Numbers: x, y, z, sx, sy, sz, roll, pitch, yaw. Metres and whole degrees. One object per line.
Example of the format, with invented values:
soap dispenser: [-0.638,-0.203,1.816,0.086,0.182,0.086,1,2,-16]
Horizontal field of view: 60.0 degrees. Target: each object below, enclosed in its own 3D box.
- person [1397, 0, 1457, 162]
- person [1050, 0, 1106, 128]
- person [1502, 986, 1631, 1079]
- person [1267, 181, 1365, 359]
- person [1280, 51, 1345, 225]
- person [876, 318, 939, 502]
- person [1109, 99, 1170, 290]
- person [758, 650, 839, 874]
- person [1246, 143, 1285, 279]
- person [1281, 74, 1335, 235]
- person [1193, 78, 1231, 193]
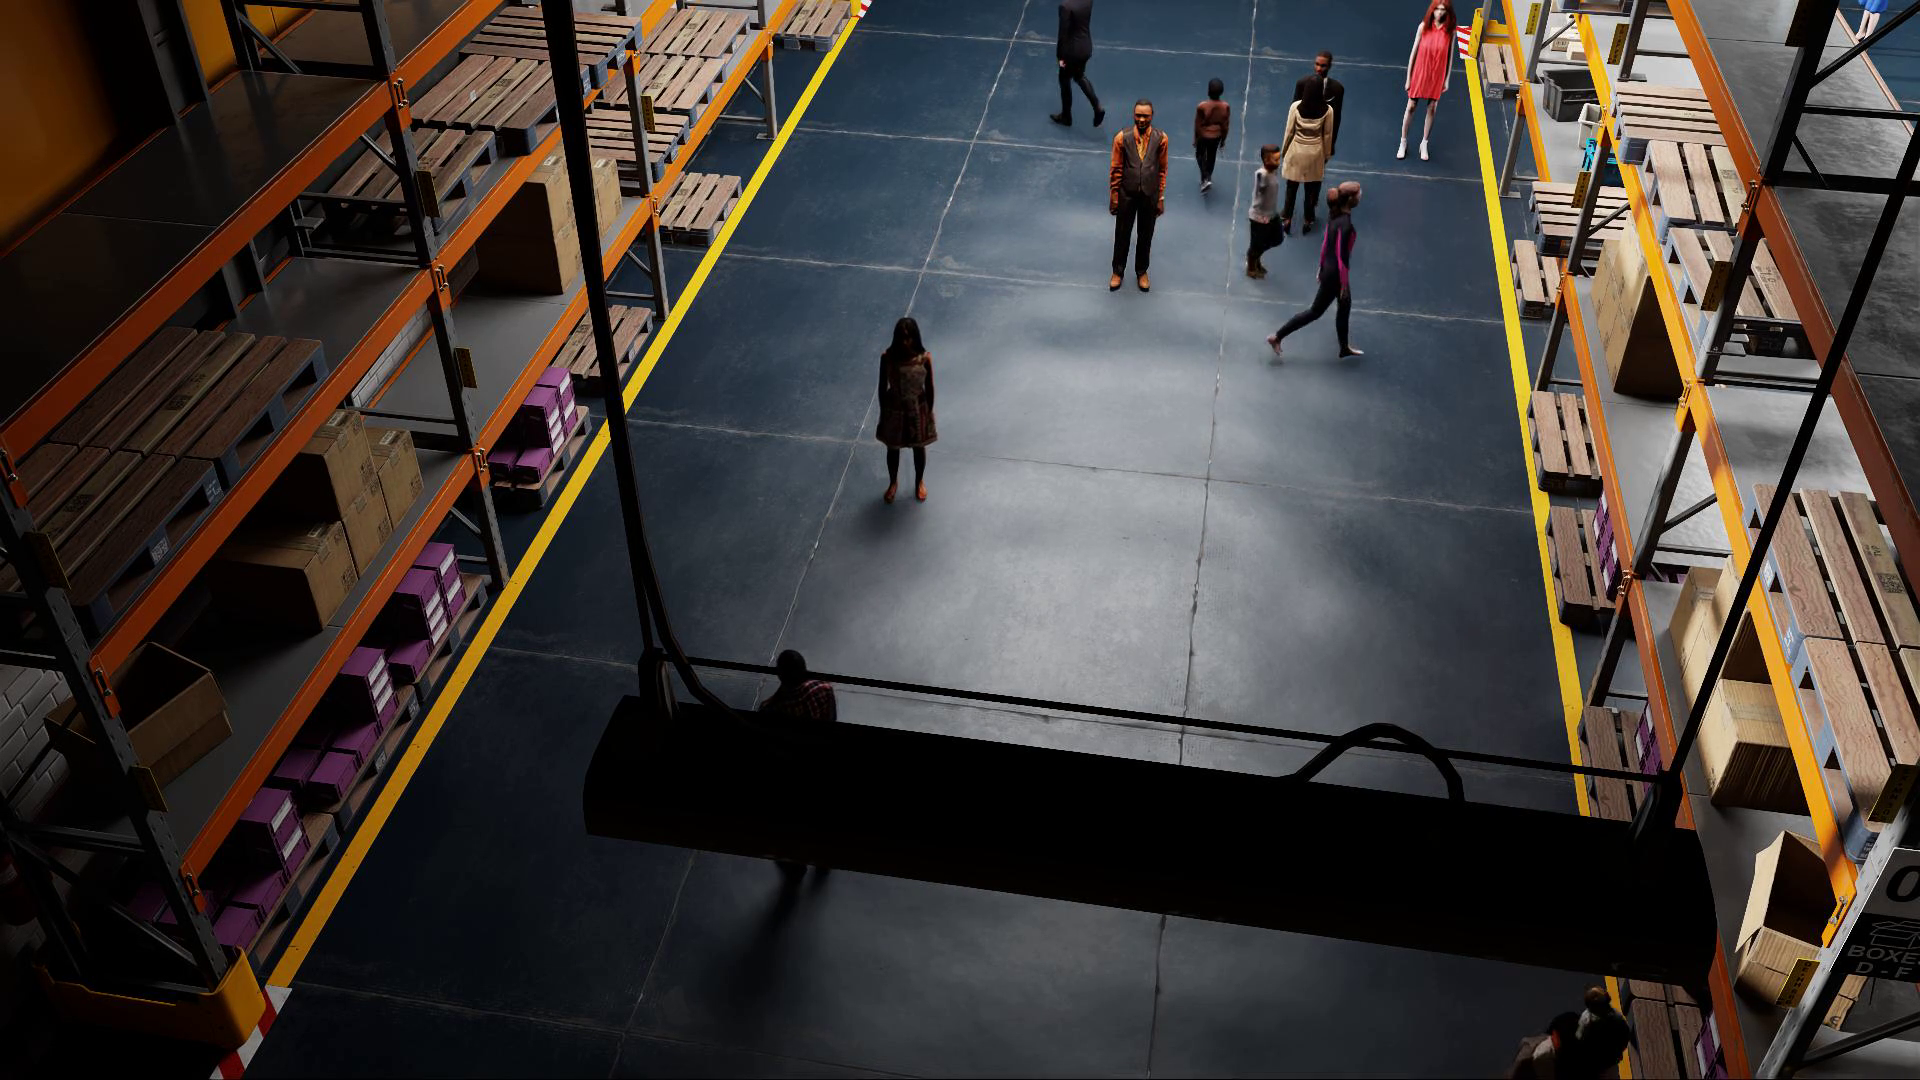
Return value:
person: [5.068,-5.000,17.999,0.601,1.826,0.493,6,39,7]
person: [1.343,-5.452,18.534,1.083,1.865,1.079,31,48,33]
person: [2.855,2.773,8.254,0.939,1.842,1.282,-2,39,-2]
person: [3.224,-2.338,14.763,0.910,1.705,1.151,-2,39,-3]
person: [3.575,-4.093,16.885,0.706,1.799,0.642,14,41,17]
person: [-0.418,-1.048,13.196,0.681,1.645,0.579,1,39,1]
person: [1.689,-3.281,15.782,0.728,1.908,0.645,1,39,2]
person: [-0.968,1.336,10.118,0.765,1.761,0.825,-24,44,-27]
person: [2.880,-3.222,16.076,0.731,1.447,0.627,20,43,23]
person: [3.462,-3.859,16.687,0.646,1.681,0.501,6,39,8]
person: [2.636,-4.220,17.490,0.647,1.243,0.774,-5,39,-7]
